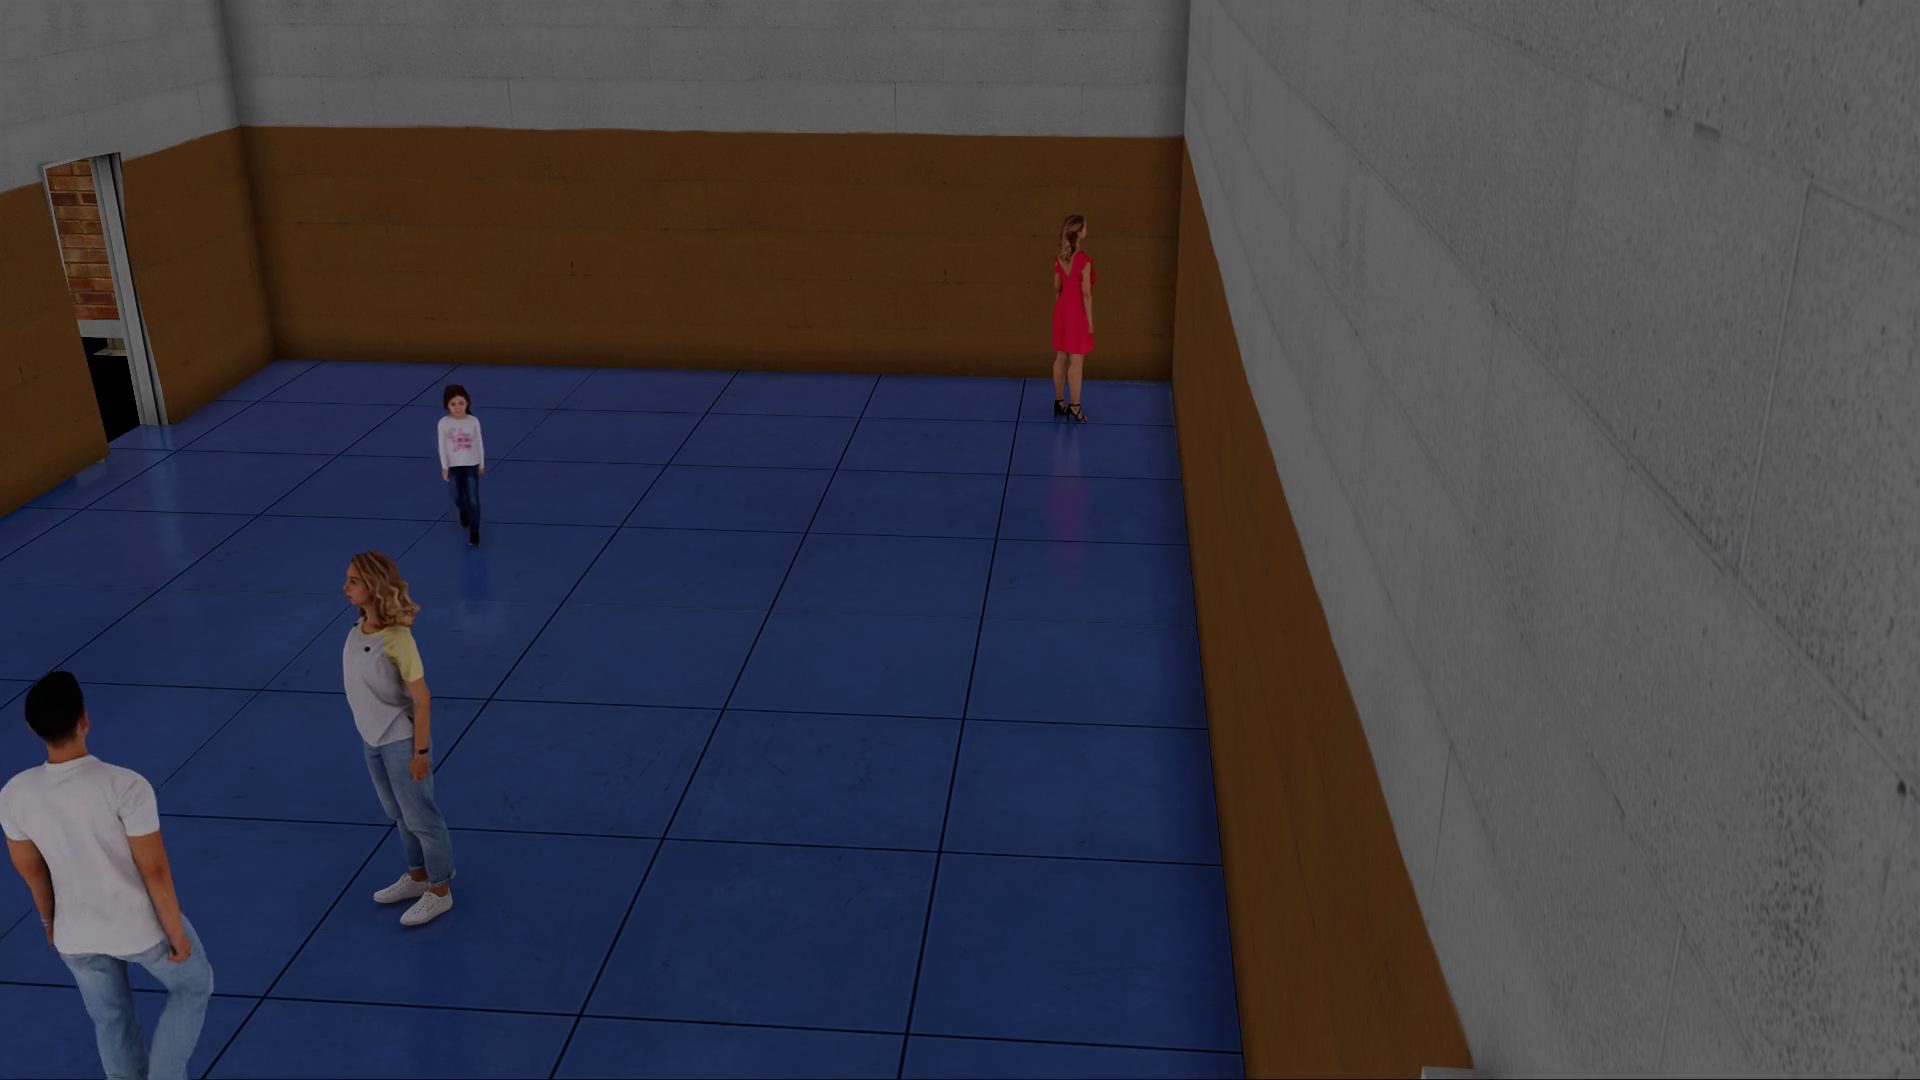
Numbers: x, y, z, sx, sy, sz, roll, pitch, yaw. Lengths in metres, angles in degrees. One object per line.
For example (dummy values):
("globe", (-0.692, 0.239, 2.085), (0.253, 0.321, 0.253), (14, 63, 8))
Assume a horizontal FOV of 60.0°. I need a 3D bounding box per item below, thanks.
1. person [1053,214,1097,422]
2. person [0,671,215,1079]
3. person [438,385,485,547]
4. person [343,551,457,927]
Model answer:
("person", (0.926, -1.851, 13.830), (0.717, 1.728, 0.668), (-15, 26, -32))
("person", (-2.929, 1.346, 5.708), (0.693, 1.851, 0.776), (-1, 22, -1))
("person", (-3.424, -0.538, 11.417), (0.772, 1.091, 0.659), (-5, 23, -13))
("person", (-2.399, 0.845, 7.108), (0.763, 1.722, 0.687), (-20, 29, -40))
